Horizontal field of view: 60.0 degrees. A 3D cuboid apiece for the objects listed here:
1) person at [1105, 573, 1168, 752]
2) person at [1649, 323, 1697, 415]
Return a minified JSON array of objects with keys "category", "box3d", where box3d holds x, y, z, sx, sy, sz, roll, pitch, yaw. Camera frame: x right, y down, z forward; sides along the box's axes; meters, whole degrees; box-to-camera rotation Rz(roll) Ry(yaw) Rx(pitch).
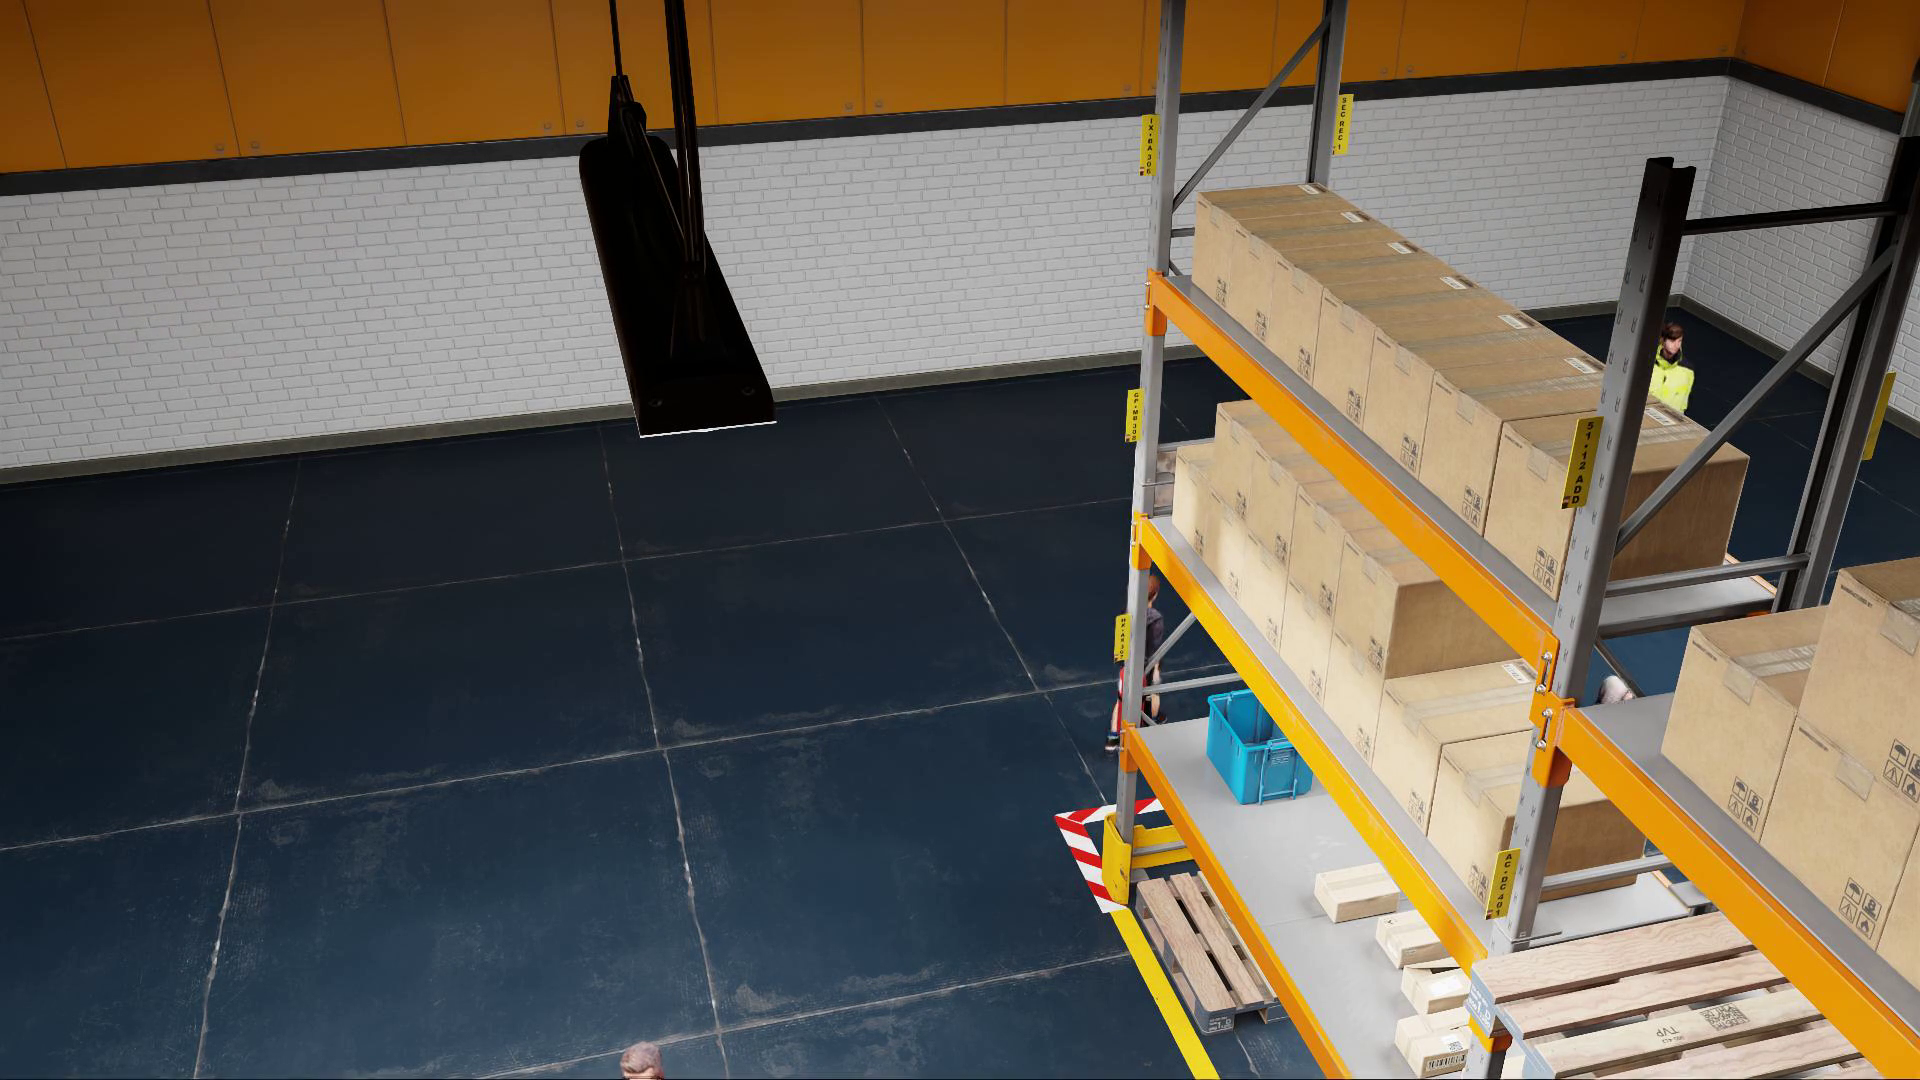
[{"category":"person","box3d":[1.285,0.924,12.247,0.952,1.414,0.956,19,34,31]},{"category":"person","box3d":[6.372,-1.108,15.431,1.024,1.932,1.318,1,29,2]}]
